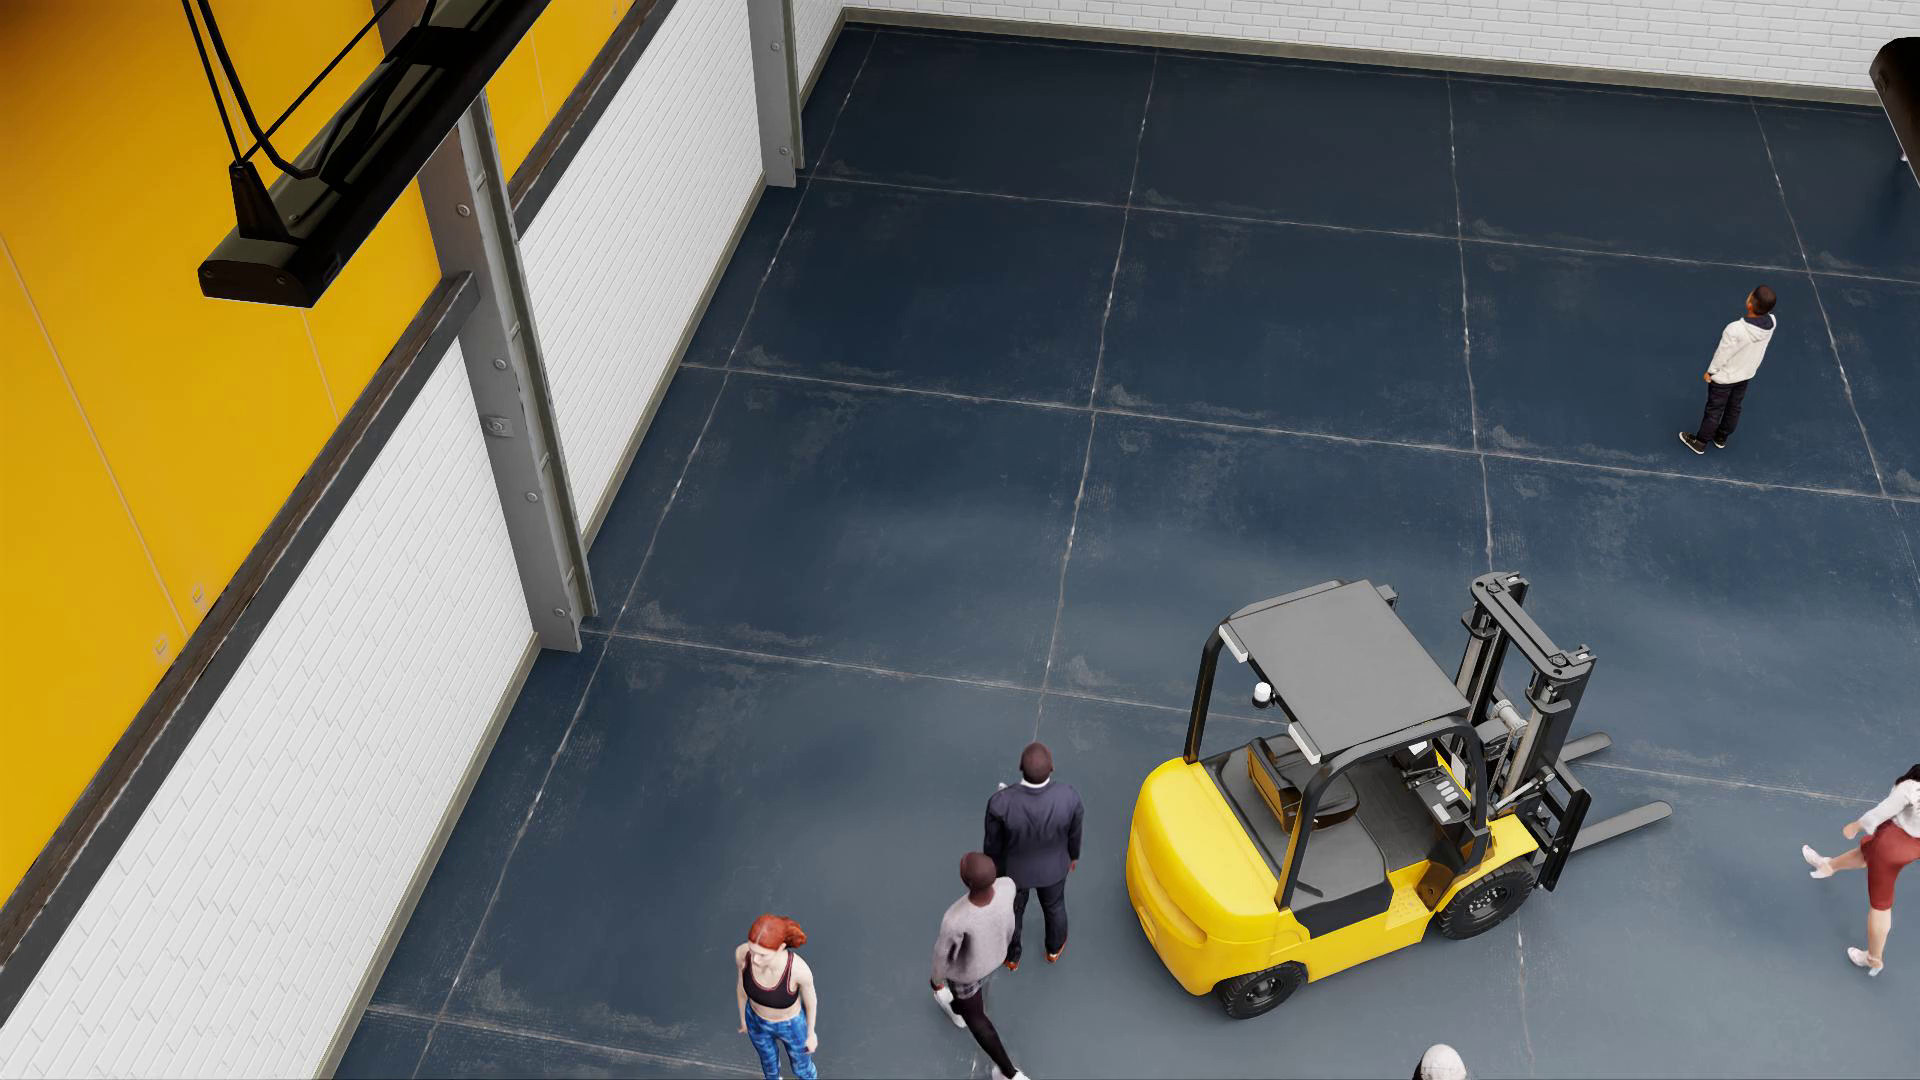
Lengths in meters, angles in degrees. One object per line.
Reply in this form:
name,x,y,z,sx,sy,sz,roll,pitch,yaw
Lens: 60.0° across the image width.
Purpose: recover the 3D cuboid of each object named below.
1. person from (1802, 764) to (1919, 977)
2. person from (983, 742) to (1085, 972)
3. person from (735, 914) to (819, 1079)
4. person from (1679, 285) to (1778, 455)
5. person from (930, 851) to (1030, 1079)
person,5.144,1.755,9.047,0.893,1.709,1.148,-10,44,-10
person,0.394,1.730,8.991,0.744,1.823,0.693,-3,44,-3
person,-0.901,2.423,8.291,0.608,1.785,0.617,13,45,14
person,5.780,-1.267,12.404,0.664,1.455,0.671,-13,45,-13
person,0.130,2.213,8.538,1.091,1.748,1.094,-33,53,-30
